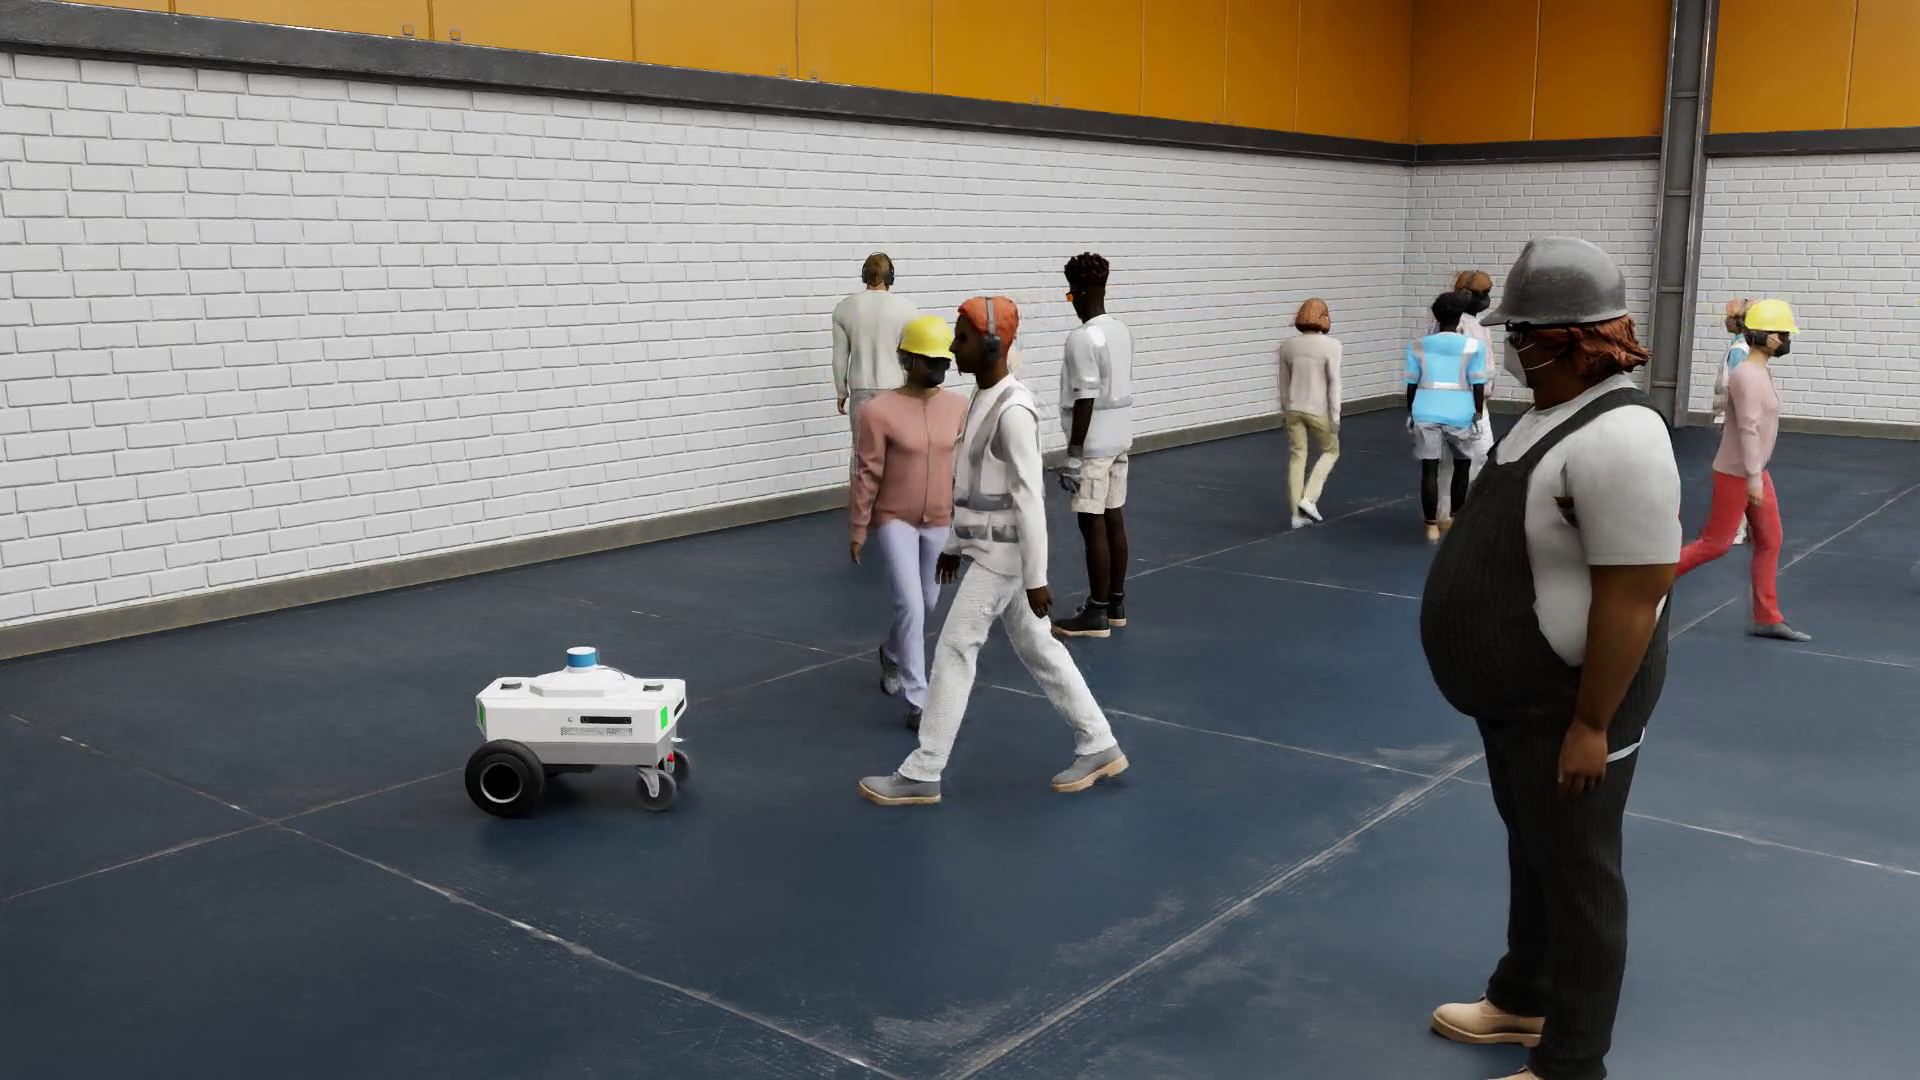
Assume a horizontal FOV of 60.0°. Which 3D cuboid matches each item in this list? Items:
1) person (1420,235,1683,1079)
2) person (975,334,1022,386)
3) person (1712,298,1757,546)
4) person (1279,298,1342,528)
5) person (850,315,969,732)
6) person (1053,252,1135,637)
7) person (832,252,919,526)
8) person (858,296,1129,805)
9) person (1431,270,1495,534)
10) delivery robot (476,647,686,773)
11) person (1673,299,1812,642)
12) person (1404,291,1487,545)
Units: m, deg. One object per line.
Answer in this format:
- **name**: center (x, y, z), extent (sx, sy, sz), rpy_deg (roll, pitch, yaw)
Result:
- **person**: center (1.342, 0.319, 3.863), extent (0.536, 2.000, 0.682), rpy_deg (1, 10, 5)
- **person**: center (0.245, -0.635, 10.259), extent (0.305, 1.639, 0.522), rpy_deg (3, 11, 16)
- **person**: center (5.154, -0.777, 11.043), extent (0.309, 1.641, 0.513), rpy_deg (7, 12, 33)
- **person**: center (2.473, -0.891, 11.714), extent (0.524, 1.613, 0.378), rpy_deg (9, 13, 40)
- **person**: center (-0.226, -0.091, 7.017), extent (0.551, 1.729, 0.836), rpy_deg (-6, 12, -30)
- **person**: center (0.684, -0.482, 8.525), extent (0.380, 1.959, 0.608), rpy_deg (5, 12, 28)
- **person**: center (-0.573, -1.029, 11.612), extent (0.635, 1.937, 0.355), rpy_deg (2, 10, 13)
- **person**: center (0.166, 0.047, 5.968), extent (0.997, 1.839, 0.575), rpy_deg (-1, 10, -4)
- **person**: center (3.425, -0.927, 11.375), extent (0.435, 1.823, 0.660), rpy_deg (8, 13, 36)
- **delivery robot**: center (-1.356, 0.629, 6.001), extent (0.707, 0.478, 0.477), rpy_deg (0, 10, 2)
- **person**: center (3.910, -0.359, 8.444), extent (0.810, 1.734, 0.532), rpy_deg (7, 13, 35)
- **person**: center (3.261, -0.825, 11.181), extent (0.550, 1.671, 0.615), rpy_deg (5, 11, 24)
